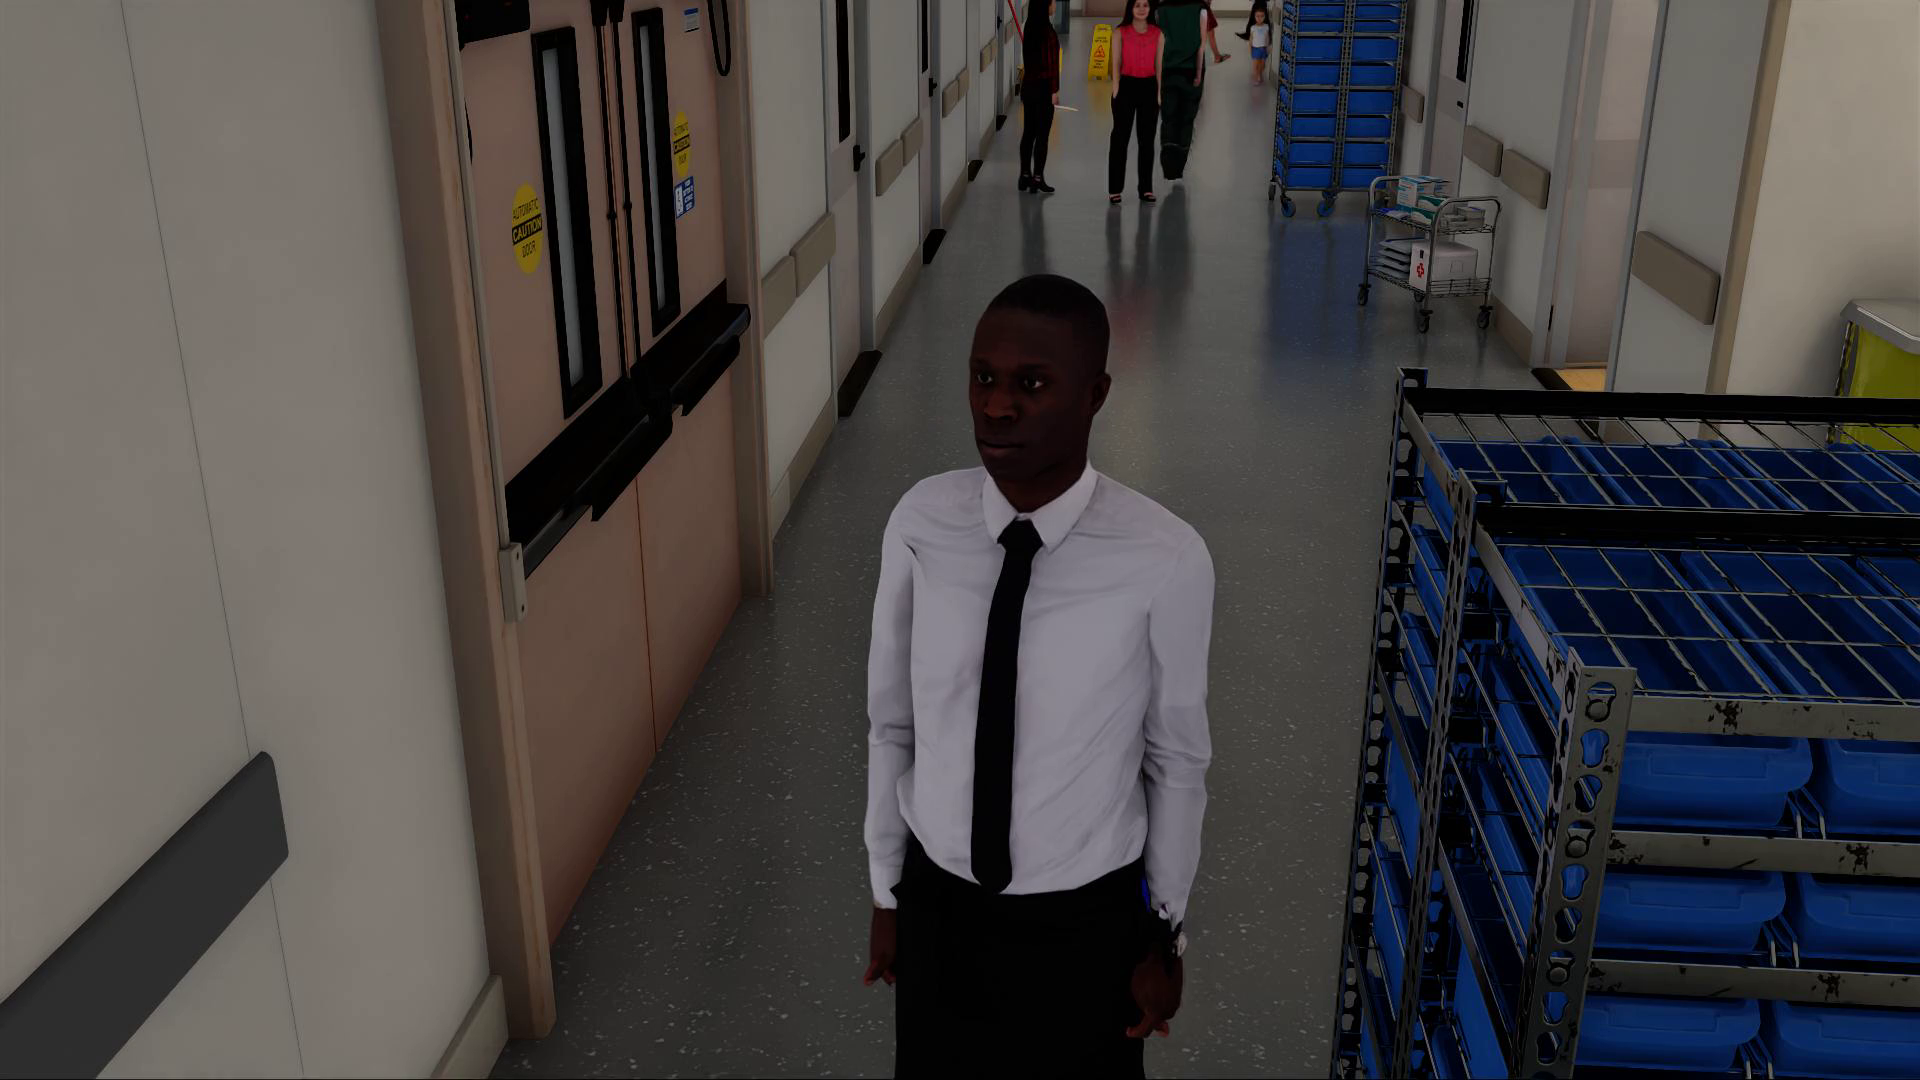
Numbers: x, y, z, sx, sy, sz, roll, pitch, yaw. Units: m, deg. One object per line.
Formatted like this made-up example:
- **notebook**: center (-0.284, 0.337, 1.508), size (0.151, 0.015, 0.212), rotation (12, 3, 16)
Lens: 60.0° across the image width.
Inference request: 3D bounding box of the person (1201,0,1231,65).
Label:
- **person**: center (3.587, -7.958, 25.191), size (0.902, 1.521, 0.990), rotation (-8, 22, -20)

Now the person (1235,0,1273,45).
- **person**: center (5.344, -9.574, 29.049), size (1.075, 1.779, 1.101), rotation (15, 25, 34)

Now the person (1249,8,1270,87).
- **person**: center (4.061, -6.682, 22.551), size (0.428, 1.013, 0.541), rotation (3, 21, 7)

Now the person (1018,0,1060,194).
- **person**: center (0.647, -3.755, 13.923), size (0.719, 1.652, 0.640), rotation (-14, 25, -32)

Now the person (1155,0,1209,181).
- **person**: center (1.880, -3.945, 14.249), size (0.773, 1.771, 1.233), rotation (6, 22, 17)

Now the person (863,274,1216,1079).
- **person**: center (0.101, 0.530, 2.348), size (0.693, 1.836, 0.631), rotation (8, 22, 19)

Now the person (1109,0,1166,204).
- **person**: center (1.420, -3.564, 13.405), size (0.631, 1.660, 0.603), rotation (-4, 21, -11)
